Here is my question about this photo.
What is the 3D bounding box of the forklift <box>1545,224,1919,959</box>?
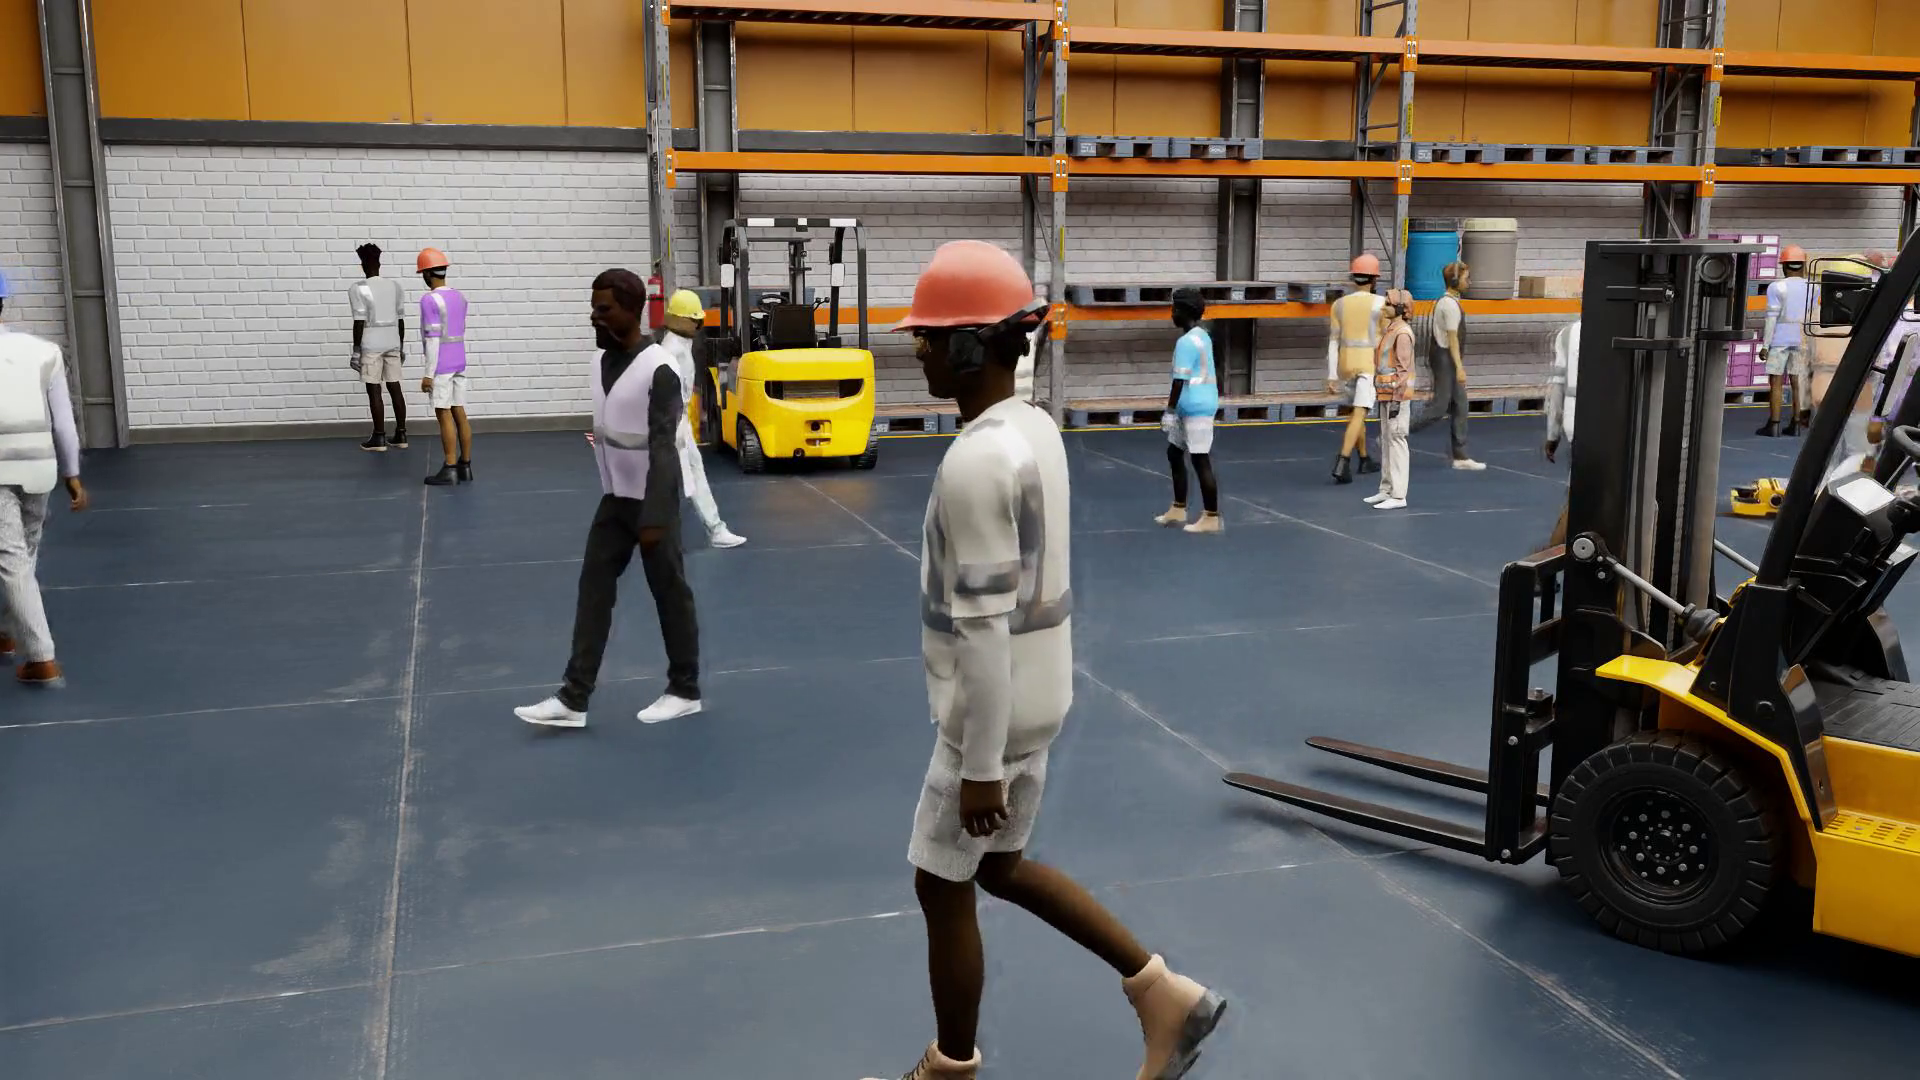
[{"bbox_3d":[2.909,0.117,4.508,2.313,2.155,1.214,9,14,40],"label":"forklift"}]

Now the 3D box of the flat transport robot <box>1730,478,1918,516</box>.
[{"bbox_3d":[6.369,-0.289,12.013,1.431,0.197,0.652,4,11,22],"label":"flat transport robot"}]

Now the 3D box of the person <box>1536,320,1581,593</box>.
[{"bbox_3d":[3.600,-0.638,9.526,0.978,1.900,0.557,-6,12,-31],"label":"person"}]

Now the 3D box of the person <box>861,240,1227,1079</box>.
[{"bbox_3d":[0.160,0.366,3.643,0.768,2.023,0.612,3,11,14],"label":"person"}]

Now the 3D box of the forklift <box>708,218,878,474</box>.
[{"bbox_3d":[-1.522,-1.778,14.899,1.214,2.155,2.313,-3,11,-17],"label":"forklift"}]

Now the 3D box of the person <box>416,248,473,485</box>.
[{"bbox_3d":[-4.242,-1.410,13.607,0.375,1.930,0.542,3,11,14],"label":"person"}]

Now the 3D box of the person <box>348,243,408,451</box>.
[{"bbox_3d":[-5.540,-1.832,15.824,0.362,1.962,0.613,6,12,31],"label":"person"}]

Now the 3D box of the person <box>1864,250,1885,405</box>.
[{"bbox_3d":[9.887,-2.213,18.136,0.641,1.886,0.627,4,11,22],"label":"person"}]

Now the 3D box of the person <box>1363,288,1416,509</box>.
[{"bbox_3d":[3.236,-1.051,12.424,0.307,1.645,0.513,0,10,2],"label":"person"}]

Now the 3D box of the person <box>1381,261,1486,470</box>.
[{"bbox_3d":[4.153,-1.506,14.455,0.833,1.825,0.509,3,11,18],"label":"person"}]

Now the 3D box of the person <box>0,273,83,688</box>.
[{"bbox_3d":[-4.438,-0.302,7.592,0.956,1.901,0.644,7,12,32],"label":"person"}]

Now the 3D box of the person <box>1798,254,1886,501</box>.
[{"bbox_3d":[5.889,-0.950,11.145,0.541,1.907,0.604,-7,12,-34],"label":"person"}]

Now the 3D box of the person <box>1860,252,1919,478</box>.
[{"bbox_3d":[5.816,-0.791,10.158,1.084,1.961,0.698,8,13,38],"label":"person"}]

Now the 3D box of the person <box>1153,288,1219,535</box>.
[{"bbox_3d":[1.517,-0.871,11.333,0.623,1.673,0.551,3,11,16],"label":"person"}]

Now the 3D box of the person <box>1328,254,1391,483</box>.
[{"bbox_3d":[3.328,-1.434,13.880,0.541,1.892,1.029,9,13,39],"label":"person"}]

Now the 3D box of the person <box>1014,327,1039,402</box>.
[{"bbox_3d":[0.285,-0.912,11.142,0.404,1.830,0.601,6,12,31],"label":"person"}]

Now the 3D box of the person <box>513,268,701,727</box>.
[{"bbox_3d":[-1.427,-0.139,6.741,0.883,1.885,0.620,-10,14,-43],"label":"person"}]

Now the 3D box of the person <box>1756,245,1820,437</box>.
[{"bbox_3d":[8.375,-2.008,16.869,0.553,1.934,0.364,-1,10,-7],"label":"person"}]

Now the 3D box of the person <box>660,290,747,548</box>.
[{"bbox_3d":[-1.858,-0.789,10.894,0.839,1.677,0.561,-2,10,-8],"label":"person"}]
